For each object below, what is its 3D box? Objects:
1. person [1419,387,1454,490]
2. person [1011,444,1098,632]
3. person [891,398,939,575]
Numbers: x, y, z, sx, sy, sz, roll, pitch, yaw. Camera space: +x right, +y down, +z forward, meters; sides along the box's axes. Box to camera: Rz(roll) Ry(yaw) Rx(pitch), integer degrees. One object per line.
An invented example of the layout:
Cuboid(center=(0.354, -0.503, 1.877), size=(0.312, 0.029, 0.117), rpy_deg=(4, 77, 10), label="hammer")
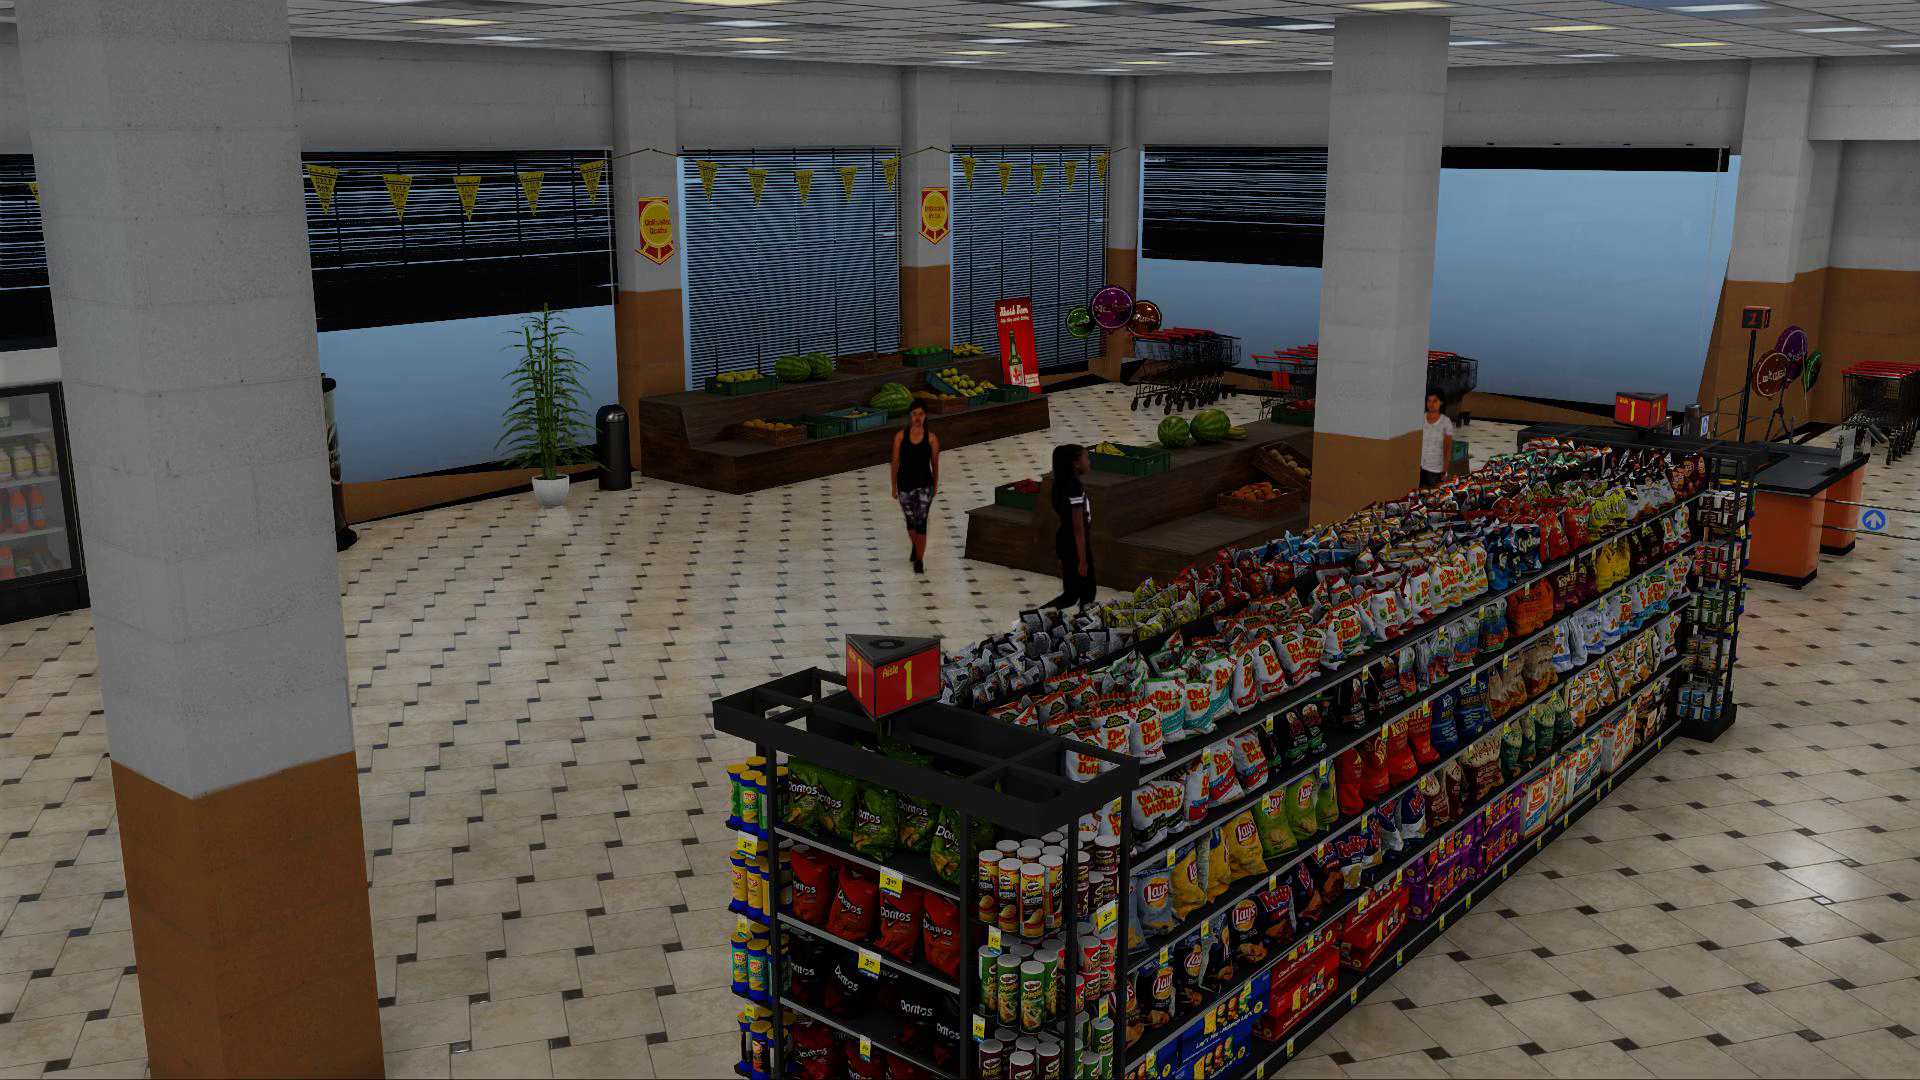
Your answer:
Cuboid(center=(4.729, -0.718, 16.630), size=(0.597, 1.628, 0.739), rpy_deg=(12, 18, 41), label="person")
Cuboid(center=(0.803, 0.117, 13.019), size=(1.078, 1.707, 1.067), rpy_deg=(0, 14, 0), label="person")
Cuboid(center=(-0.429, -0.516, 15.818), size=(0.990, 1.617, 1.164), rpy_deg=(1, 14, 5), label="person")
